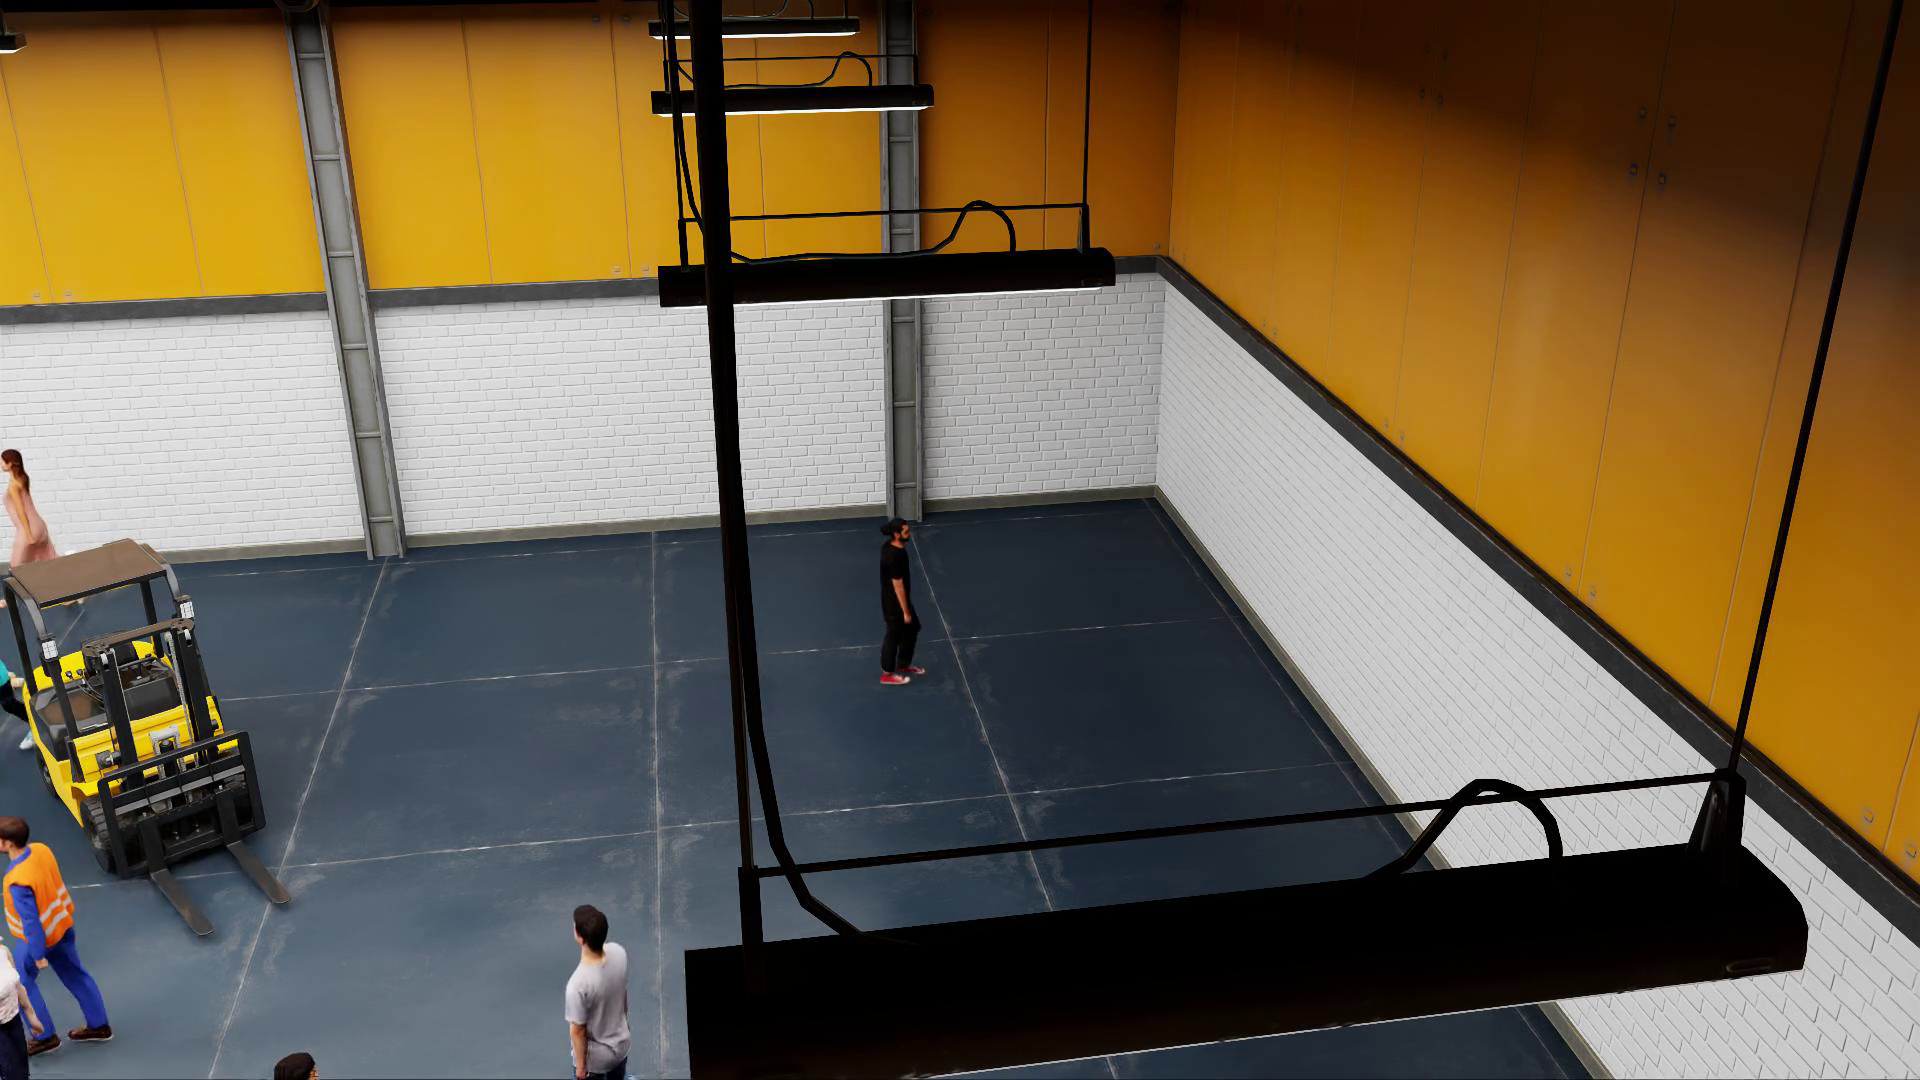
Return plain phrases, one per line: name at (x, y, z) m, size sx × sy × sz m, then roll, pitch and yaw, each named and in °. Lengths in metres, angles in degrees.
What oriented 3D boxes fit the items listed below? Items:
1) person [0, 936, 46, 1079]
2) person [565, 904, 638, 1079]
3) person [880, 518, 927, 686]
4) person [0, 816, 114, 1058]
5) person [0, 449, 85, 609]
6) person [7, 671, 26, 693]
person at (-6.056, 3.070, 10.337) m, size 0.742 × 1.687 × 0.671 m, roll 1°, pitch 24°, yaw 3°
person at (-2.114, 3.072, 10.112) m, size 1.118 × 1.864 × 1.012 m, roll 11°, pitch 26°, yaw 24°
person at (-0.689, 0.596, 15.921) m, size 0.722 × 1.747 × 0.712 m, roll -1°, pitch 24°, yaw -2°
person at (-6.030, 2.639, 11.132) m, size 0.828 × 1.840 × 0.719 m, roll -2°, pitch 24°, yaw -4°
person at (-9.626, -0.072, 17.413) m, size 1.095 × 1.776 × 0.596 m, roll -4°, pitch 24°, yaw -9°
person at (-9.332, 0.790, 15.603) m, size 0.892 × 1.647 × 0.947 m, roll 0°, pitch 24°, yaw 0°
